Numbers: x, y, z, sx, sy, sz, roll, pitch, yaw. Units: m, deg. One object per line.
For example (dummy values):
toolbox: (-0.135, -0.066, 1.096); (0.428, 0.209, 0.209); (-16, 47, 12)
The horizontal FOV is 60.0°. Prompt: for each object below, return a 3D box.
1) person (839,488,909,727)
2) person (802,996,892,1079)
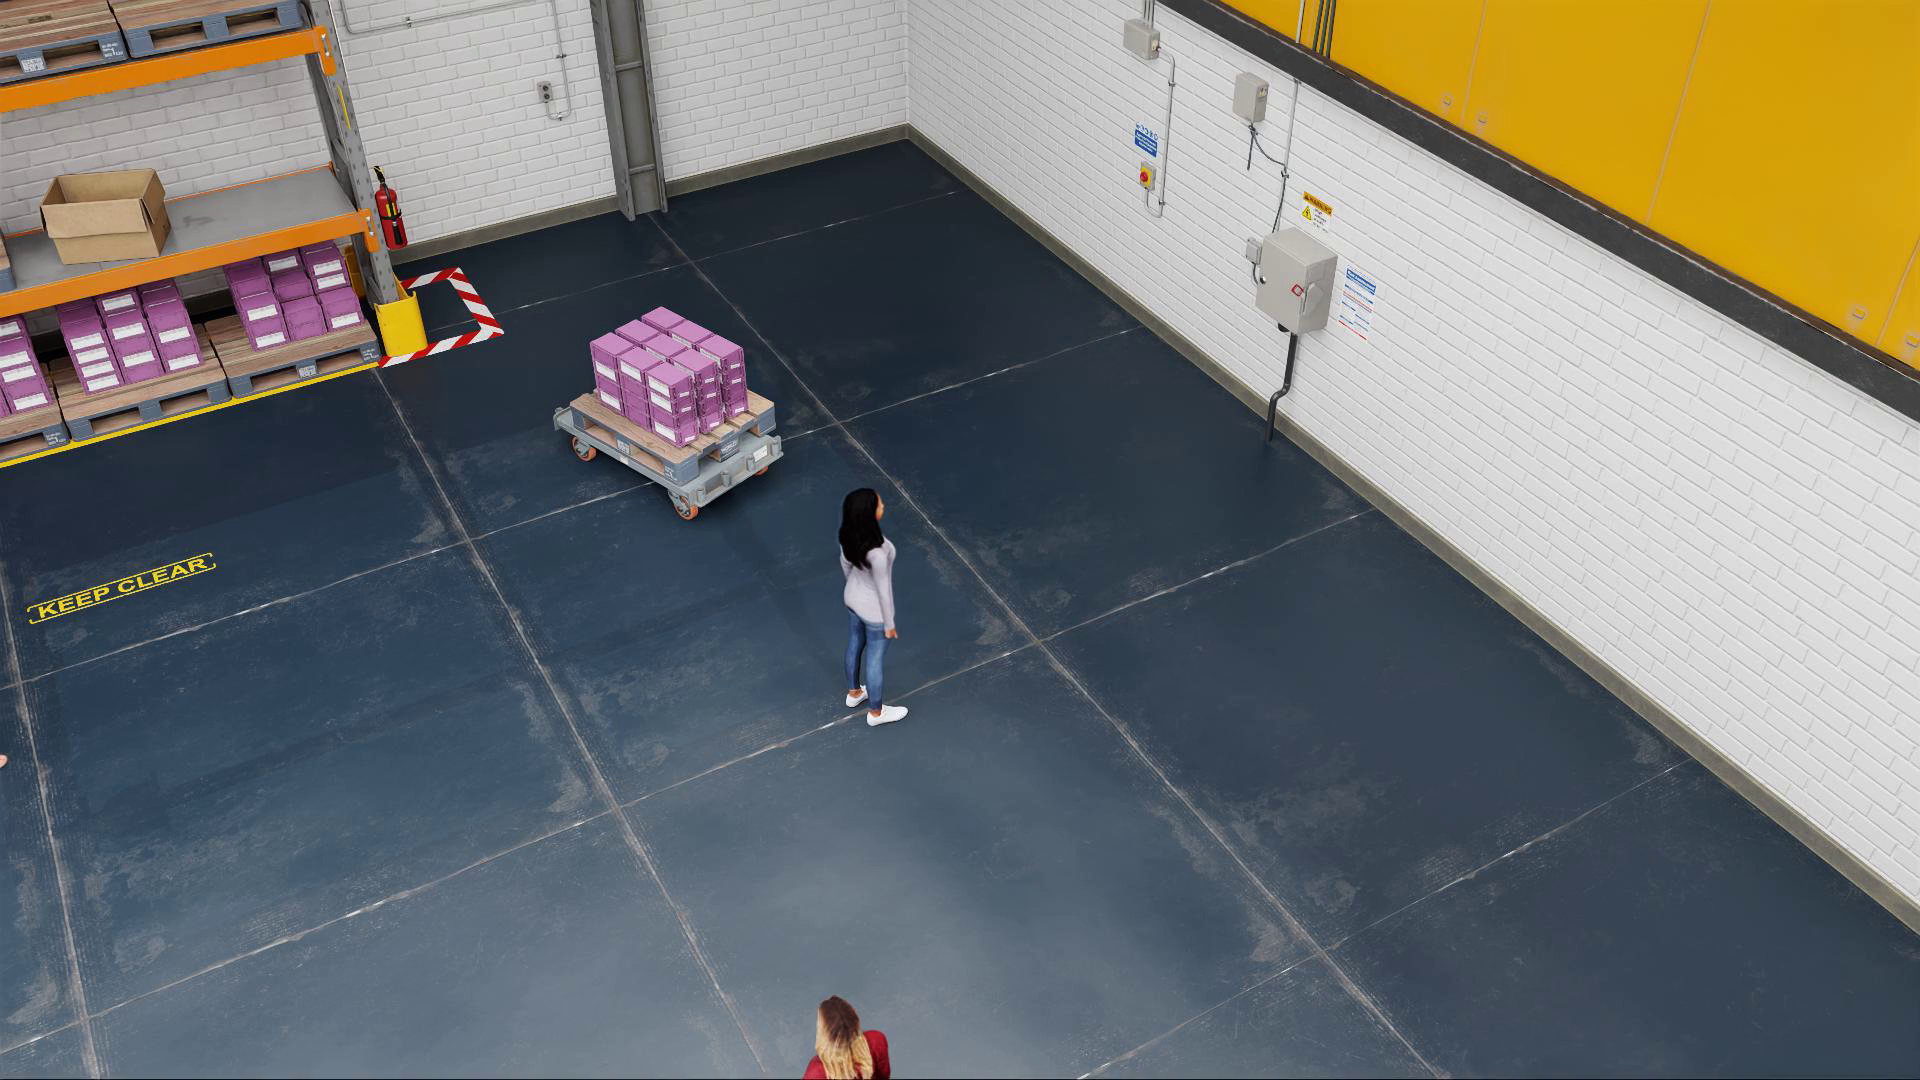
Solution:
person: (-0.573, 0.401, 10.189); (0.543, 1.735, 0.626); (-24, 44, -27)
person: (-0.514, 2.601, 7.516); (0.513, 1.633, 0.700); (-29, 47, -31)
